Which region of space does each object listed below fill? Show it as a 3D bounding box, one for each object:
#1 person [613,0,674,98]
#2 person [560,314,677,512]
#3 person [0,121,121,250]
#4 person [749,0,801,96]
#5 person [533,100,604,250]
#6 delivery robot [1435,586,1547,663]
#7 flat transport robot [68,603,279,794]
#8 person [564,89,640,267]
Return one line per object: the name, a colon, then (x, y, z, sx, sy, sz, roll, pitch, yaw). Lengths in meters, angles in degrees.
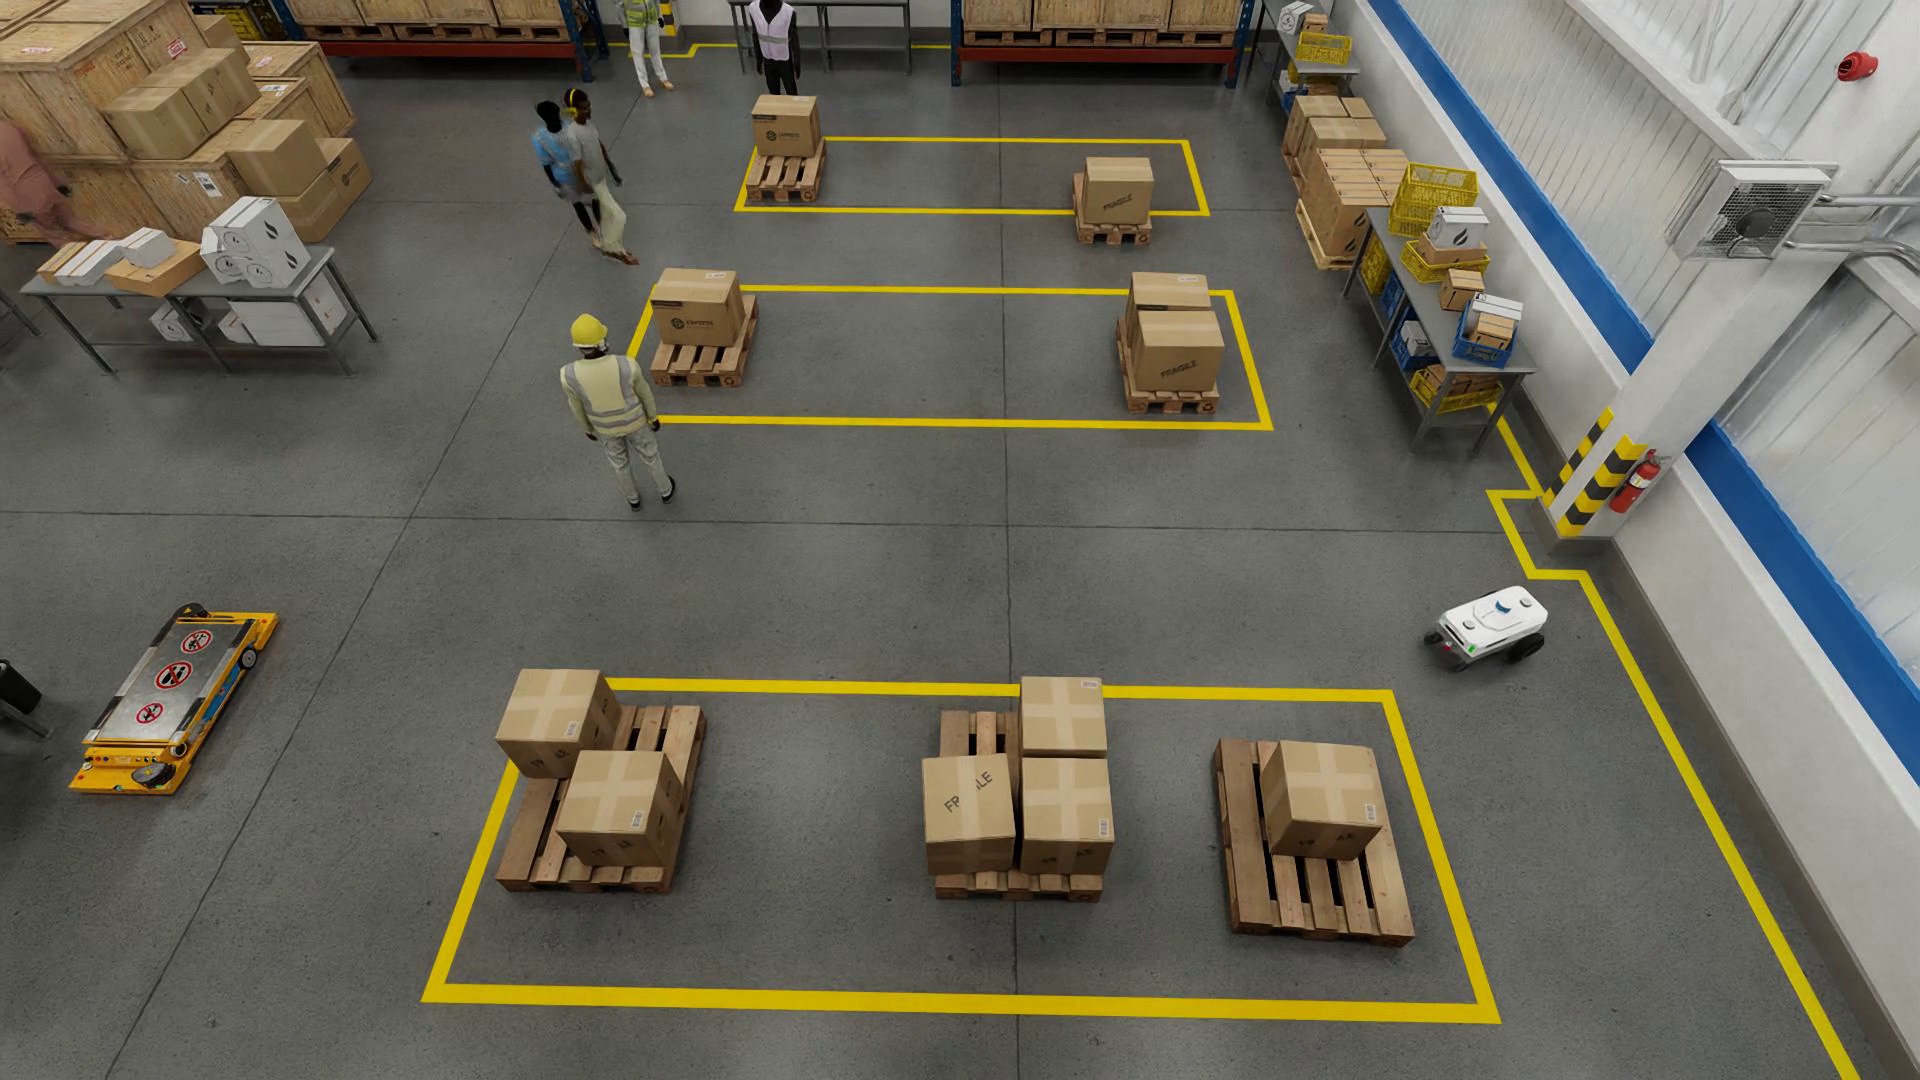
person: (-4.225, -6.910, 12.174, 0.624, 1.845, 0.430, -36, 58, -26)
person: (-2.654, -0.951, 7.140, 0.592, 1.828, 0.404, -11, 51, -9)
person: (-9.307, -3.507, 9.274, 0.579, 1.878, 0.643, -1, 50, -1)
person: (-2.233, -5.929, 11.303, 0.592, 1.915, 0.399, 11, 51, 9)
person: (-4.080, -3.824, 9.667, 0.555, 1.670, 0.403, -25, 54, -20)
delivery robot: (3.826, 0.593, 6.603, 0.707, 0.478, 0.477, -17, 52, -14)
flat transport robot: (-5.504, 1.072, 6.442, 0.652, 0.197, 1.431, 1, 50, 1)
person: (-3.678, -3.724, 9.477, 0.572, 1.851, 0.513, 0, 50, 0)
